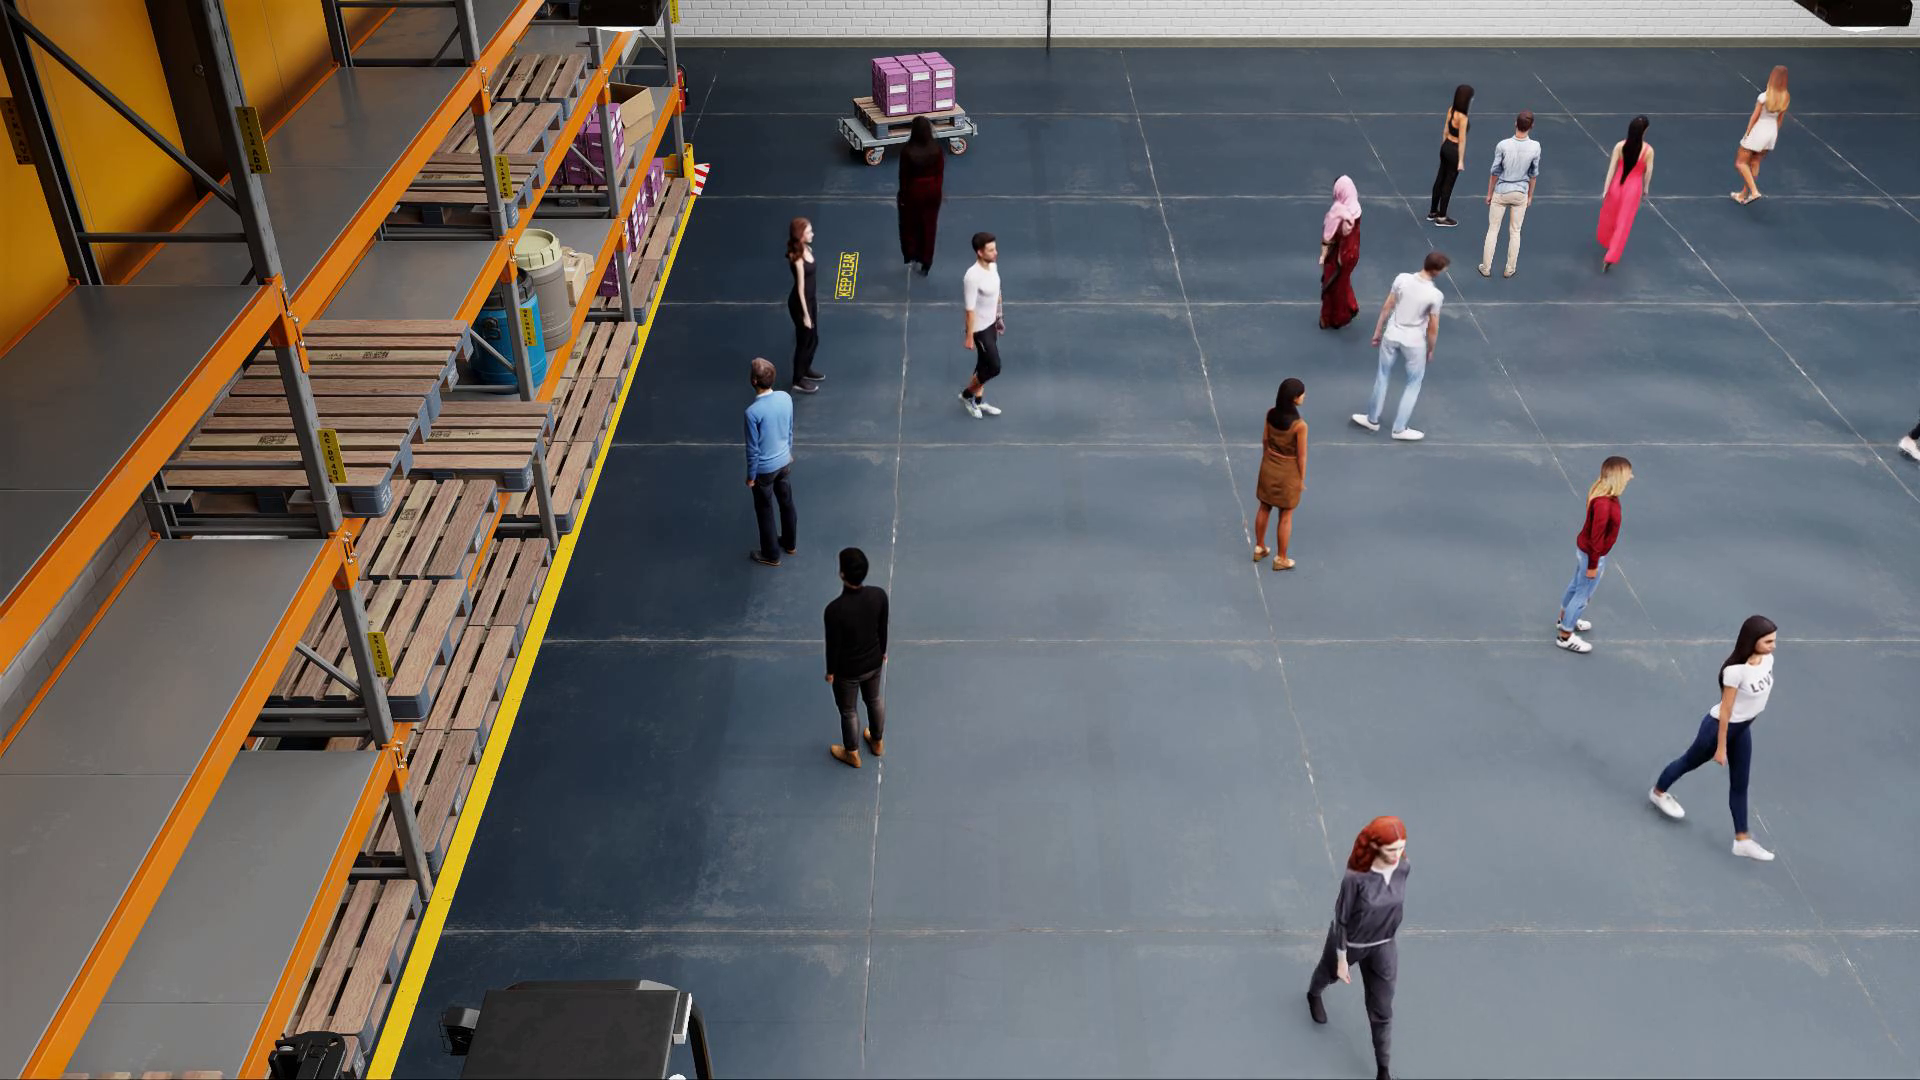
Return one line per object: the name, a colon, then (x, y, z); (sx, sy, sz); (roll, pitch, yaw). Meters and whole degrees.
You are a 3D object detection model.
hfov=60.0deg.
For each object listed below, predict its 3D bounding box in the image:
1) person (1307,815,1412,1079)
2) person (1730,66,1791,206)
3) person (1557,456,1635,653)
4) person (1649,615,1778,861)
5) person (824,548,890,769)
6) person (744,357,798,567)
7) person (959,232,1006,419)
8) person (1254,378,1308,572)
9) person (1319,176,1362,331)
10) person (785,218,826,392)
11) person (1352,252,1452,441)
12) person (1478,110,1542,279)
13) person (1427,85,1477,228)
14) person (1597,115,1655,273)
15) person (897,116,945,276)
person: (2.170, 2.181, 9.199); (0.761, 1.731, 1.179); (-8, 34, -11)
person: (9.489, -4.725, 19.639); (0.685, 1.676, 0.859); (-6, 34, -10)
person: (4.736, 0.081, 12.447); (0.703, 1.632, 0.529); (9, 35, 13)
person: (4.828, 1.197, 10.686); (1.011, 1.723, 1.199); (-19, 38, -27)
person: (-0.699, 0.795, 11.290); (0.722, 1.723, 0.747); (-23, 40, -30)
person: (-1.527, -0.637, 13.359); (0.805, 1.819, 0.720); (24, 41, 32)
person: (0.136, -2.000, 15.389); (0.832, 1.841, 0.730); (13, 36, 18)
person: (2.565, -0.522, 13.306); (0.702, 1.684, 0.630); (-25, 41, -33)
person: (3.933, -2.890, 16.912); (0.820, 1.637, 0.875); (-25, 41, -33)
person: (-1.512, -2.260, 15.870); (0.657, 1.742, 0.486); (5, 34, 7)
person: (3.967, -1.788, 15.090); (0.886, 1.820, 0.869); (14, 36, 19)
person: (5.955, -3.743, 18.006); (0.697, 1.847, 0.613); (7, 34, 10)
person: (5.696, -4.468, 19.283); (0.663, 1.641, 0.509); (-8, 34, -12)
person: (7.226, -3.742, 18.145); (0.935, 1.691, 1.107); (20, 38, 27)
person: (-0.400, -3.694, 18.026); (0.793, 1.743, 0.856); (-9, 35, -14)
